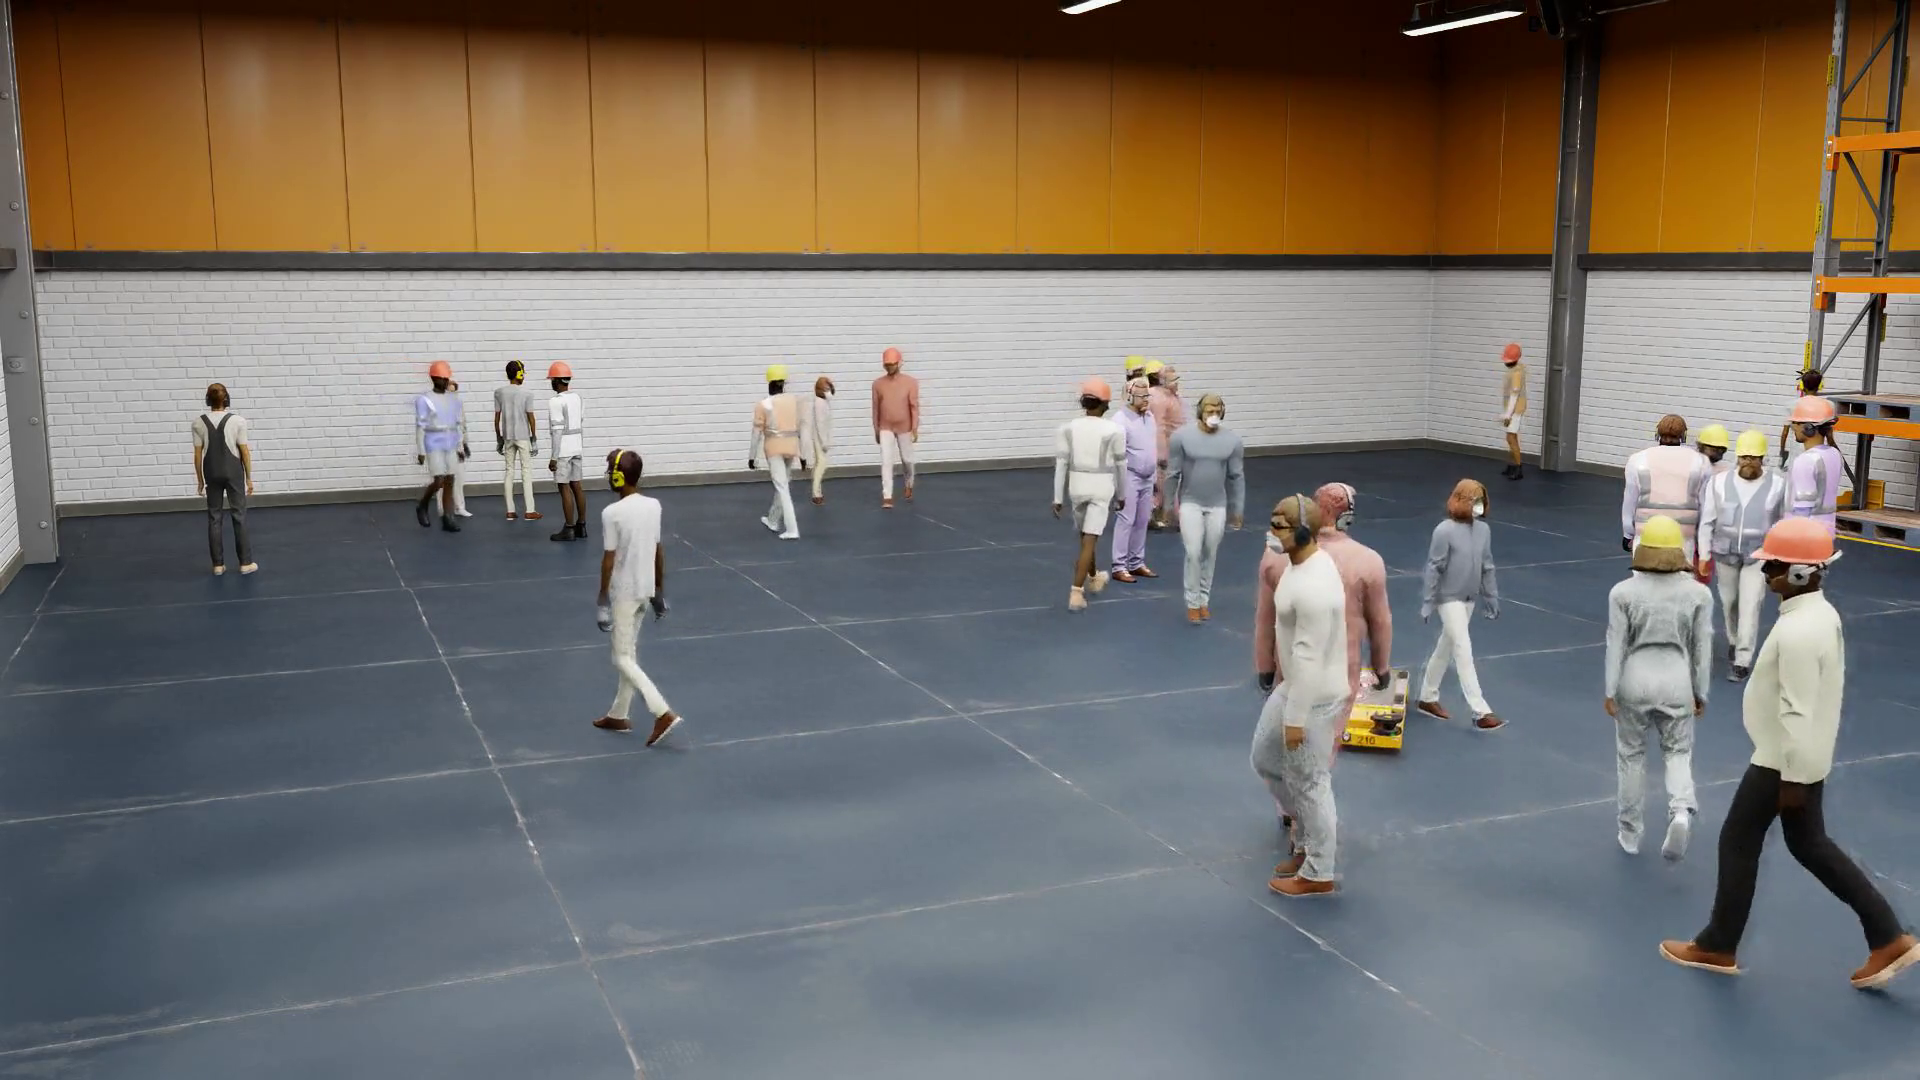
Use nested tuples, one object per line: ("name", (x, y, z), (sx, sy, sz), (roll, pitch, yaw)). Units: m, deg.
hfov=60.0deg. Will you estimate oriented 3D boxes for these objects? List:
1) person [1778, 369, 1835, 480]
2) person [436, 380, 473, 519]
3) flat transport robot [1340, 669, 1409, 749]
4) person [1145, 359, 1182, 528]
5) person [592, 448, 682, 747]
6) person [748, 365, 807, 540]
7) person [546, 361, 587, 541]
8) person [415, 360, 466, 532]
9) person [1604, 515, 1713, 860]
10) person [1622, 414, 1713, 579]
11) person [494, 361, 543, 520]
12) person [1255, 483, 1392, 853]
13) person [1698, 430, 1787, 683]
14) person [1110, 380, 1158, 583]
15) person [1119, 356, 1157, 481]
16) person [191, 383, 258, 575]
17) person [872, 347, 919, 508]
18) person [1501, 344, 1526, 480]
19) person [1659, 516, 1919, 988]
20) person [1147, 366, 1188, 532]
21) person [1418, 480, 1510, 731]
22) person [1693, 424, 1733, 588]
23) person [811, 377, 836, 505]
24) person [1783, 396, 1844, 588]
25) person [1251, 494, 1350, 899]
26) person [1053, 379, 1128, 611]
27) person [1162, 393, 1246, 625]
("person", (9.062, -0.898, 17.830), (0.501, 1.866, 0.355), (5, 11, 27))
("person", (-5.983, -1.055, 19.477), (0.313, 1.636, 0.517), (6, 11, 30))
("flat transport robot", (2.565, 1.052, 10.819), (0.652, 0.197, 1.431), (3, 10, 17))
("person", (2.216, -1.081, 18.804), (0.609, 1.910, 0.438), (0, 9, 0))
("person", (-2.037, 0.346, 10.347), (0.812, 1.846, 0.544), (5, 11, 30))
("person", (-2.004, -0.962, 18.166), (0.598, 1.874, 0.963), (-8, 12, -39))
("person", (-4.270, -0.951, 17.921), (0.373, 1.935, 0.552), (3, 10, 20))
("person", (-5.783, -1.039, 18.485), (0.510, 1.926, 0.544), (7, 12, 35))
("person", (3.453, 0.750, 8.231), (0.496, 1.729, 0.581), (3, 10, 15))
("person", (5.392, -0.046, 12.725), (0.631, 1.843, 0.429), (3, 10, 18))
("person", (-5.164, -1.154, 19.376), (0.519, 1.865, 0.335), (2, 10, 10))
("person", (1.880, 0.633, 8.508), (0.652, 1.875, 0.737), (6, 11, 34))
("person", (5.720, 0.078, 12.124), (0.603, 1.789, 0.924), (7, 11, 35))
("person", (1.654, -0.556, 15.656), (0.395, 1.900, 0.657), (8, 13, 42))
("person", (2.246, -1.511, 21.770), (0.940, 1.778, 0.623), (9, 13, 43))
("person", (-7.057, -0.581, 15.952), (0.506, 1.847, 0.345), (-2, 10, -10))
("person", (-0.789, -1.411, 20.613), (0.608, 1.970, 0.899), (1, 9, 5))
("person", (7.691, -1.788, 23.184), (0.365, 1.885, 0.668), (3, 10, 17))
("person", (3.465, 0.876, 6.786), (0.928, 1.966, 0.627), (6, 11, 34))
("person", (2.302, -1.000, 18.439), (0.655, 1.867, 0.716), (3, 10, 16))
("person", (3.271, 0.415, 10.630), (0.526, 1.590, 0.830), (-7, 12, -36))
("person", (5.731, -0.024, 12.838), (0.554, 1.750, 0.365), (-1, 9, -4))
("person", (-1.694, -1.247, 20.741), (0.335, 1.598, 0.645), (0, 9, 2))
("person", (5.999, 0.002, 11.824), (0.371, 2.044, 0.607), (9, 13, 44))
("person", (1.583, 0.736, 7.728), (0.450, 1.922, 0.667), (1, 9, 7))
("person", (1.157, -0.405, 14.493), (0.604, 1.976, 1.098), (5, 11, 28))
("person", (2.036, -0.247, 13.710), (0.664, 1.912, 0.752), (-1, 9, -5))
